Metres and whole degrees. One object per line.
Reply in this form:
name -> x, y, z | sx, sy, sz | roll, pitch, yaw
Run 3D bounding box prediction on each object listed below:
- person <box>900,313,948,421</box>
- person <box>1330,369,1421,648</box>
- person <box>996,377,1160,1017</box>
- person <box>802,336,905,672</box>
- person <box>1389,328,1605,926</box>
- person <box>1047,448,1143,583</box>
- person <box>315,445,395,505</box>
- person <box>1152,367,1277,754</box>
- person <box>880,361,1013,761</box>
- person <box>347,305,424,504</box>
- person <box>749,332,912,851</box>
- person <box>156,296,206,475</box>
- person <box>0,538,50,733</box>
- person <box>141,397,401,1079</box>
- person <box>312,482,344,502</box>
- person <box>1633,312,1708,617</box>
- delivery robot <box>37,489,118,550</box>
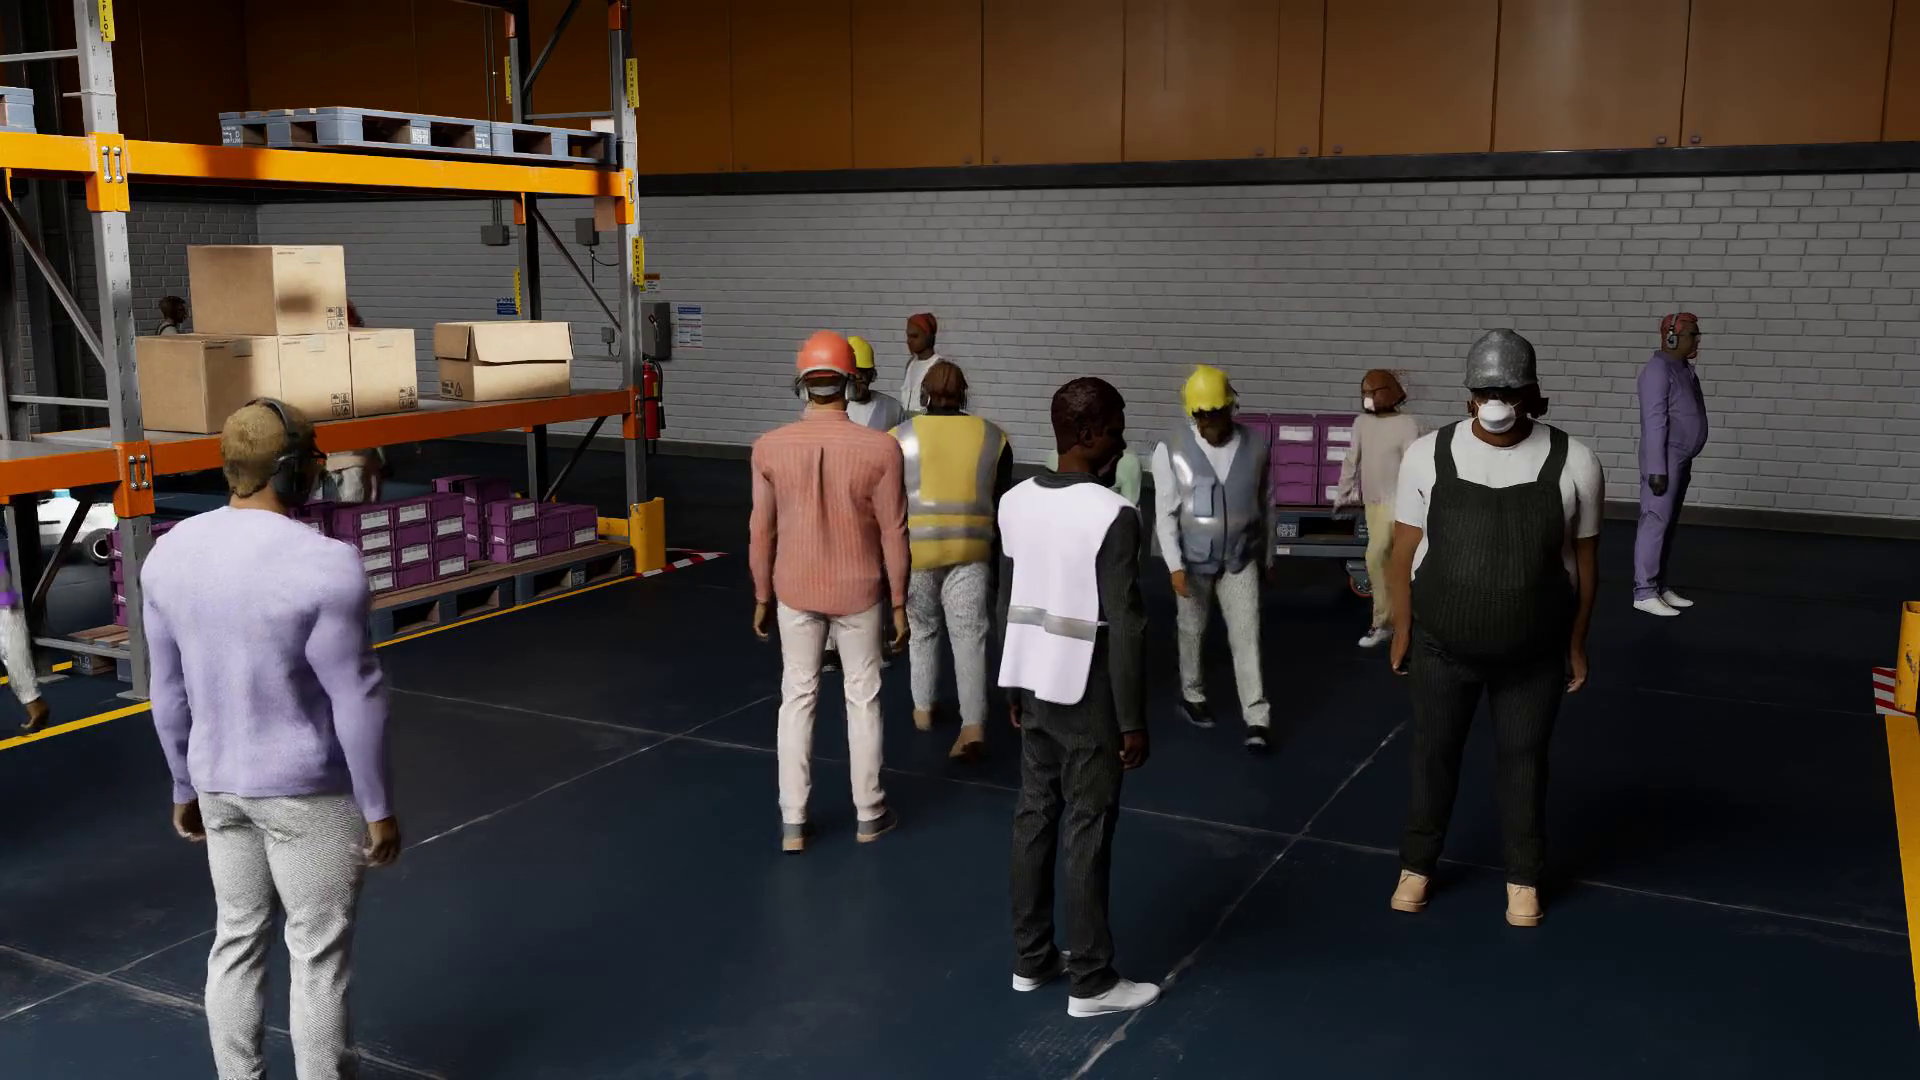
person -> -0.320, -0.628, 11.505 | 0.703, 1.866, 0.608 | -6, 11, -31
person -> 2.412, -0.182, 9.680 | 0.613, 1.608, 0.505 | -5, 11, -26
person -> 0.331, 0.472, 5.010 | 0.397, 1.915, 0.587 | -7, 12, -36
person -> -0.568, -0.195, 9.101 | 0.591, 1.834, 0.404 | -3, 10, -15
person -> 1.792, 0.302, 5.627 | 0.688, 2.000, 0.536 | 3, 10, 19
person -> 0.645, 0.088, 8.080 | 0.497, 1.626, 0.288 | 5, 11, 25
person -> -4.291, -0.508, 11.578 | 0.516, 1.603, 0.804 | 4, 10, 20
person -> 1.195, 0.081, 7.719 | 0.611, 1.762, 0.910 | -1, 10, -5
person -> -0.058, 0.085, 7.645 | 0.651, 1.794, 0.983 | -1, 10, -7
person -> -4.359, -0.765, 12.172 | 0.730, 1.925, 1.015 | -6, 12, -32
person -> -0.493, 0.211, 6.356 | 0.643, 1.985, 0.553 | 2, 10, 10
person -> -8.051, -1.576, 17.121 | 0.372, 1.837, 0.547 | -8, 12, -38
person -> -3.137, 0.459, 5.108 | 0.570, 1.909, 0.775 | 0, 10, -2
person -> -1.681, 0.616, 4.132 | 0.669, 1.933, 0.398 | 3, 10, 19
person -> -5.163, -1.023, 13.622 | 0.587, 1.929, 0.360 | 3, 10, 15
person -> 4.517, -0.483, 10.562 | 0.407, 1.908, 0.641 | 7, 12, 35
delivery robot -> -6.547, -0.130, 12.154 | 0.707, 0.478, 0.477 | -6, 11, -30
